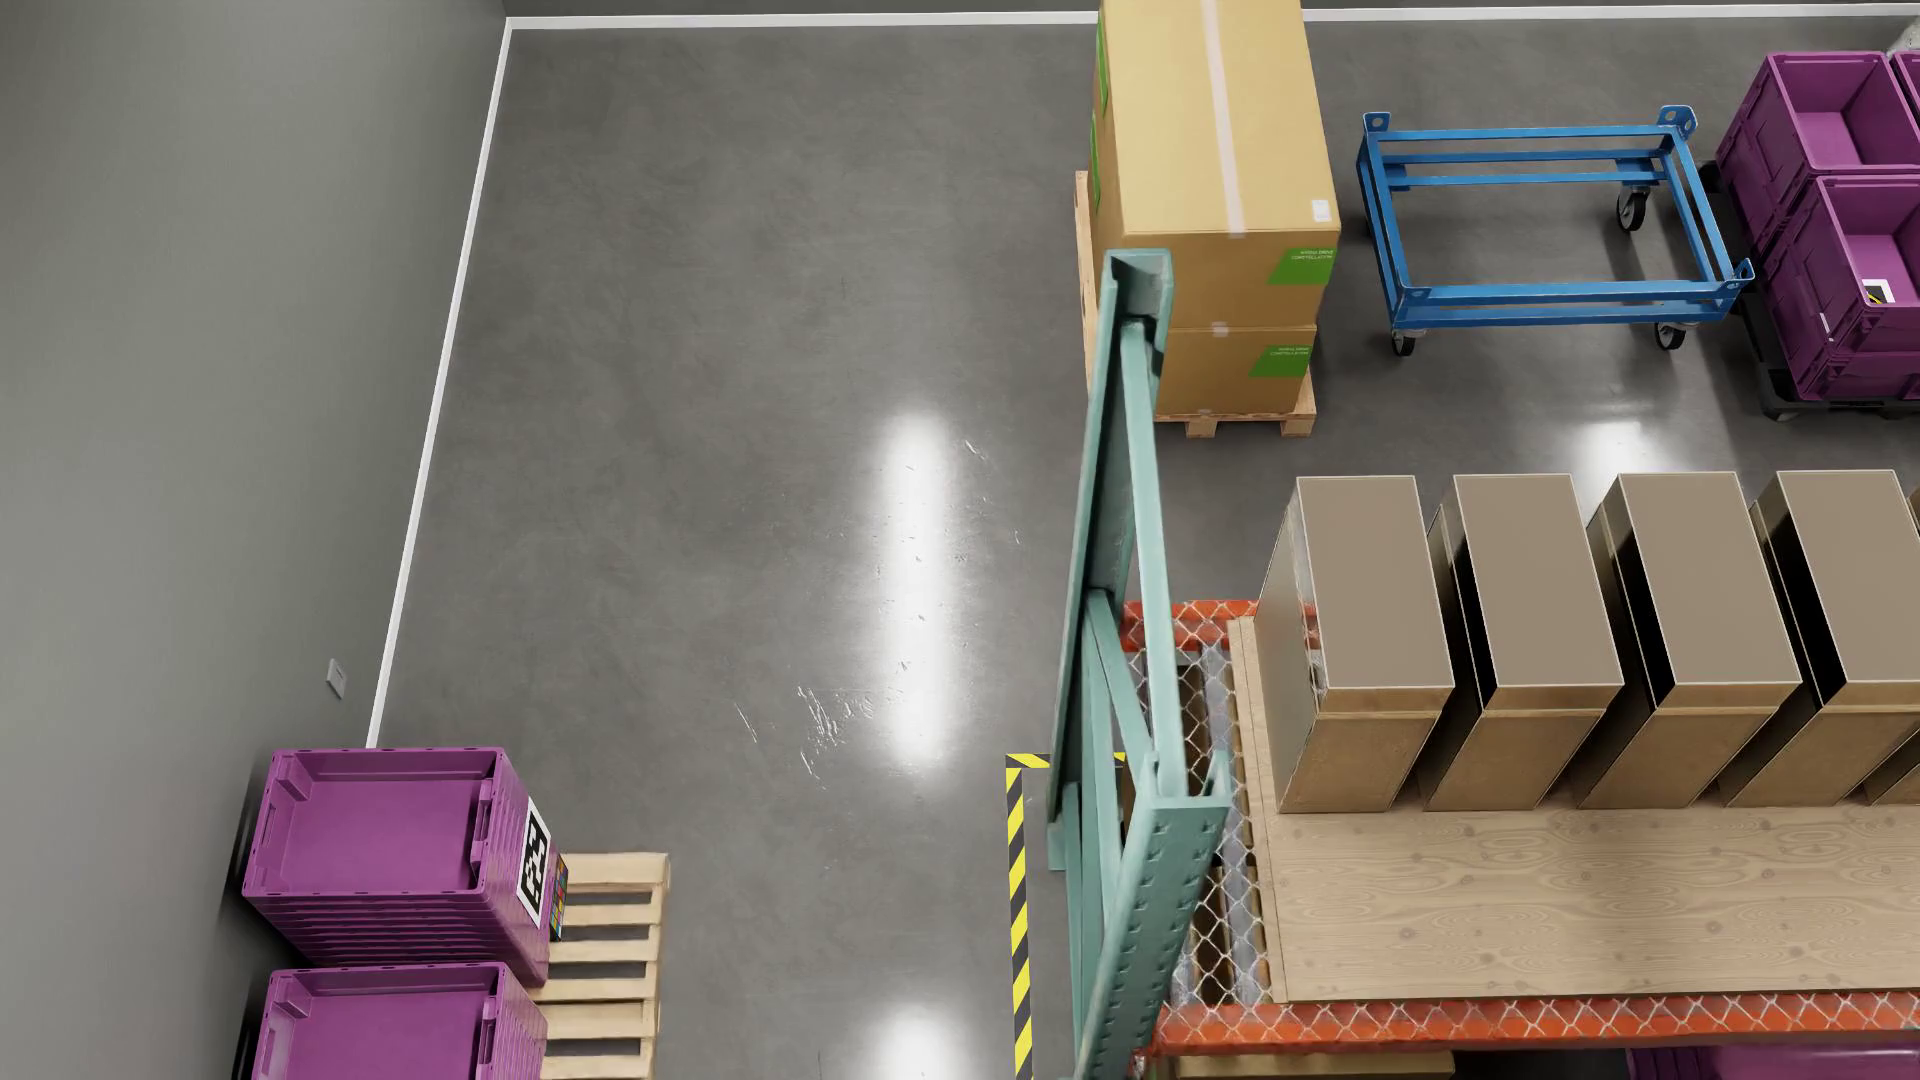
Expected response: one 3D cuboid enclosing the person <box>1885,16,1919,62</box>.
[{"bbox_3d":[3.747,-2.163,6.124,0.967,1.765,0.625,5,58,3],"label":"person"}]
